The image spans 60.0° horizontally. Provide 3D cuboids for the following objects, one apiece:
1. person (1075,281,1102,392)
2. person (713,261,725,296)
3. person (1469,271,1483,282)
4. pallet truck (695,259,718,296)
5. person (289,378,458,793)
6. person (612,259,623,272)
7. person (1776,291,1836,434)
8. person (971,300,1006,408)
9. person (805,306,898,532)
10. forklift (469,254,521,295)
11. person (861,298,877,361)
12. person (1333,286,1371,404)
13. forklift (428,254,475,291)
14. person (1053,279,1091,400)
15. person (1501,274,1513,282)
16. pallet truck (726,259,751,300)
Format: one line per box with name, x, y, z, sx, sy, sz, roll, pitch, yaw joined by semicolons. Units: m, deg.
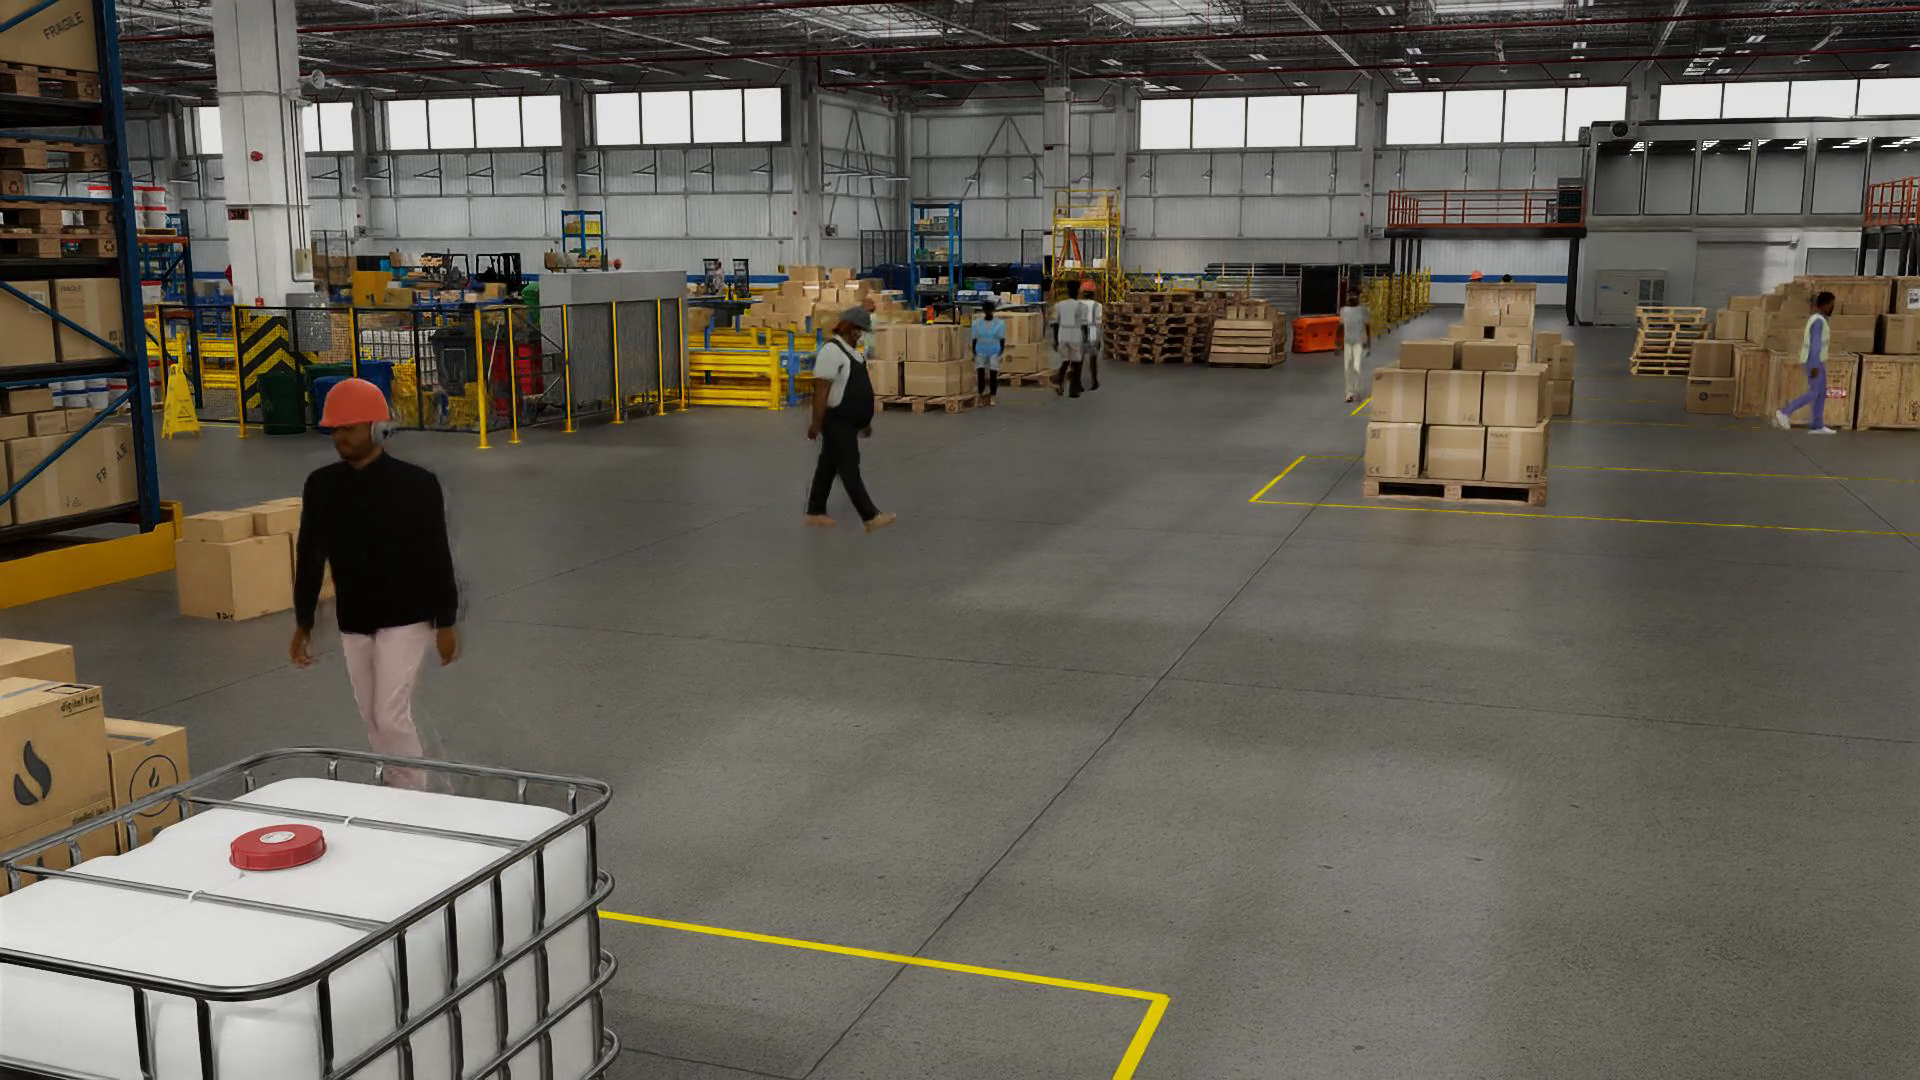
person;2.162;-3.478;28.467;0.560;1.892;0.982;4;11;20
person;-8.763;-9.162;60.401;0.407;1.913;0.641;1;10;5
person;11.502;-5.031;37.102;0.384;1.929;0.539;4;11;20
pallet truck;-9.165;-9.627;62.776;0.823;1.965;1.885;4;11;23
person;-2.392;0.336;6.743;0.633;1.974;0.644;3;11;18
person;-11.586;-8.551;56.677;0.764;2.020;0.610;-4;11;-20
person;11.314;-2.350;22.069;0.637;1.893;0.622;6;12;31
person;0.440;-2.856;25.606;0.546;1.651;0.843;0;10;1
person;-0.957;-1.089;14.571;0.979;2.000;0.753;3;10;15
forklift;-17.990;-10.121;64.684;1.157;1.987;2.680;3;11;17
person;-1.481;-3.281;28.119;0.430;1.622;0.506;4;11;19
person;6.172;-3.069;26.258;0.534;1.848;0.675;7;12;33
forklift;-20.133;-10.254;65.465;1.157;1.987;2.680;3;11;19
person;1.821;-3.245;26.973;0.625;1.948;0.418;6;12;30
person;11.971;-4.897;36.520;0.521;1.864;0.334;0;10;-2
pallet truck;-7.986;-9.493;62.019;0.823;1.965;1.885;3;11;17
